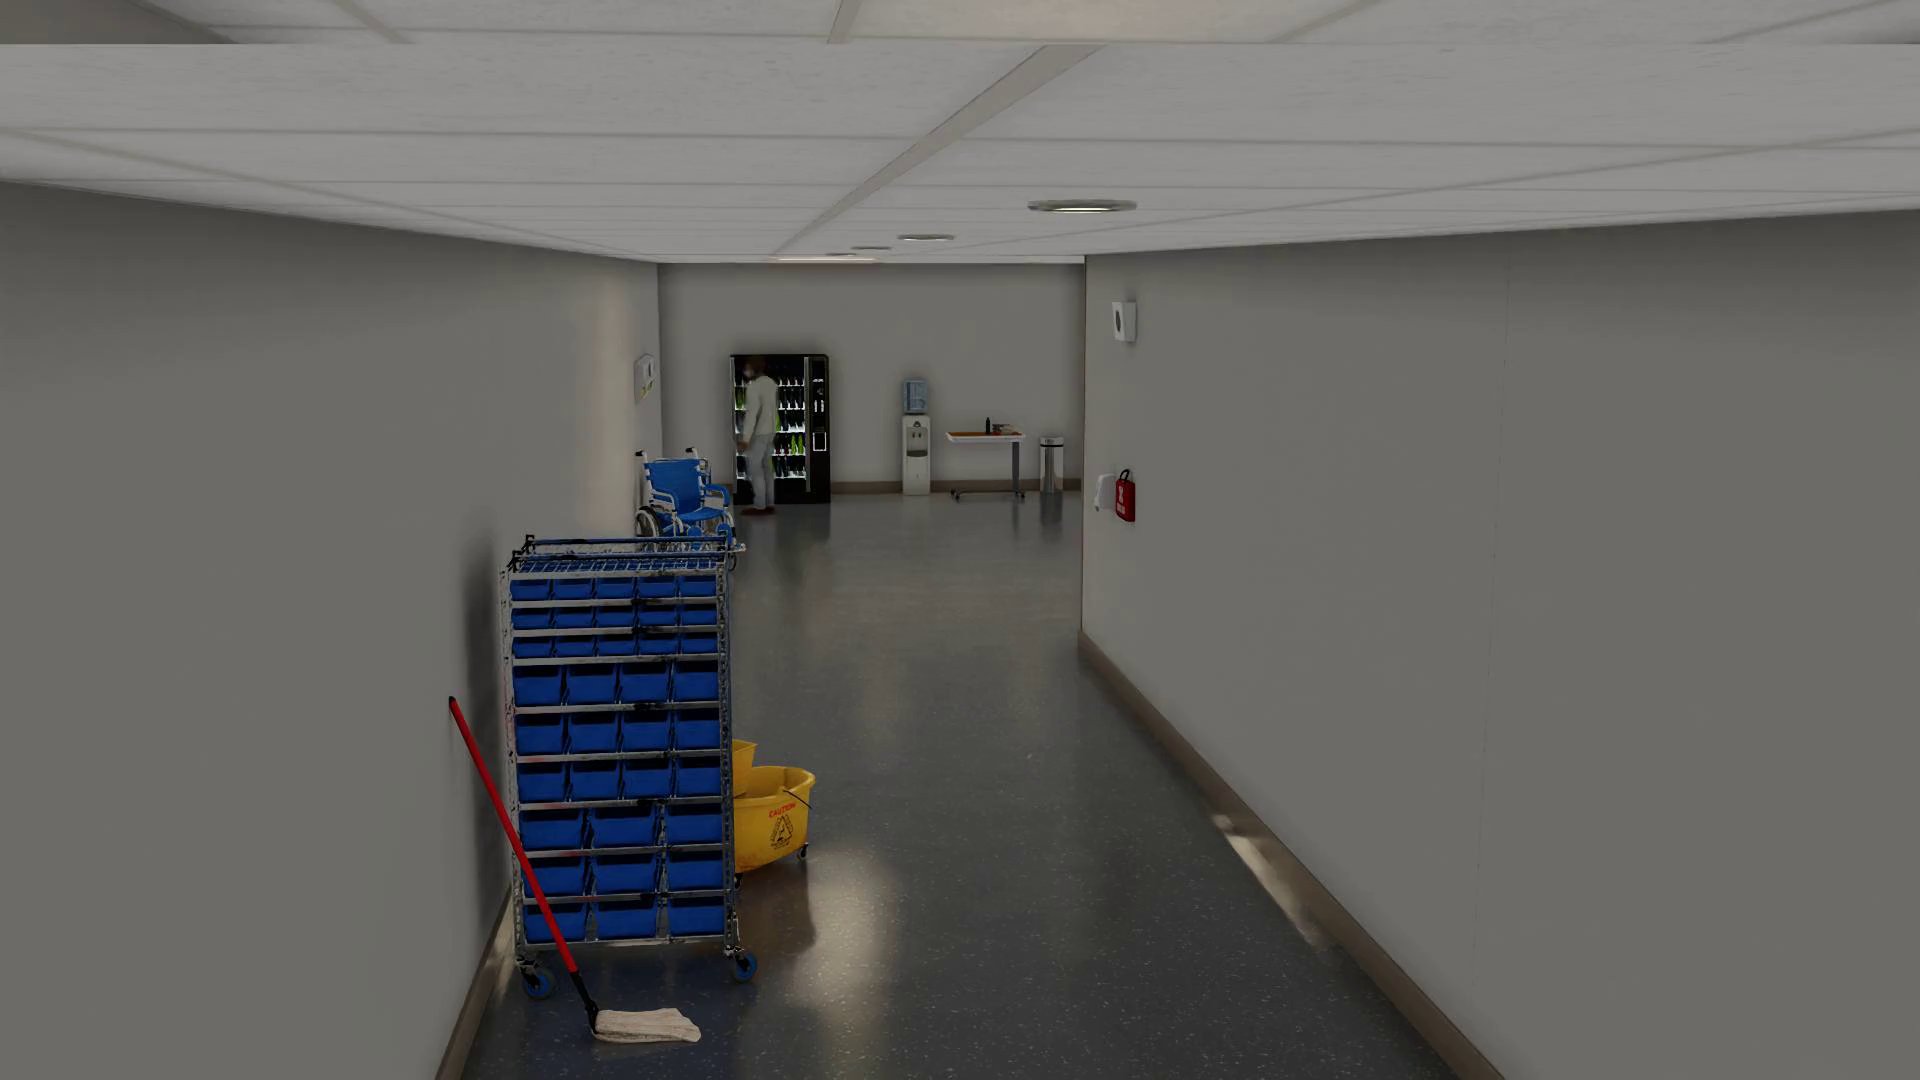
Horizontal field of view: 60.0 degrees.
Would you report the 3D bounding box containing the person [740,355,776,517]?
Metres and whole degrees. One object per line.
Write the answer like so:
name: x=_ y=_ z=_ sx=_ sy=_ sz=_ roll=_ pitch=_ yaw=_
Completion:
person: x=-2.375 y=-1.232 z=19.796 sx=0.365 sy=1.928 sz=0.674 roll=3 pitch=10 yaw=18
